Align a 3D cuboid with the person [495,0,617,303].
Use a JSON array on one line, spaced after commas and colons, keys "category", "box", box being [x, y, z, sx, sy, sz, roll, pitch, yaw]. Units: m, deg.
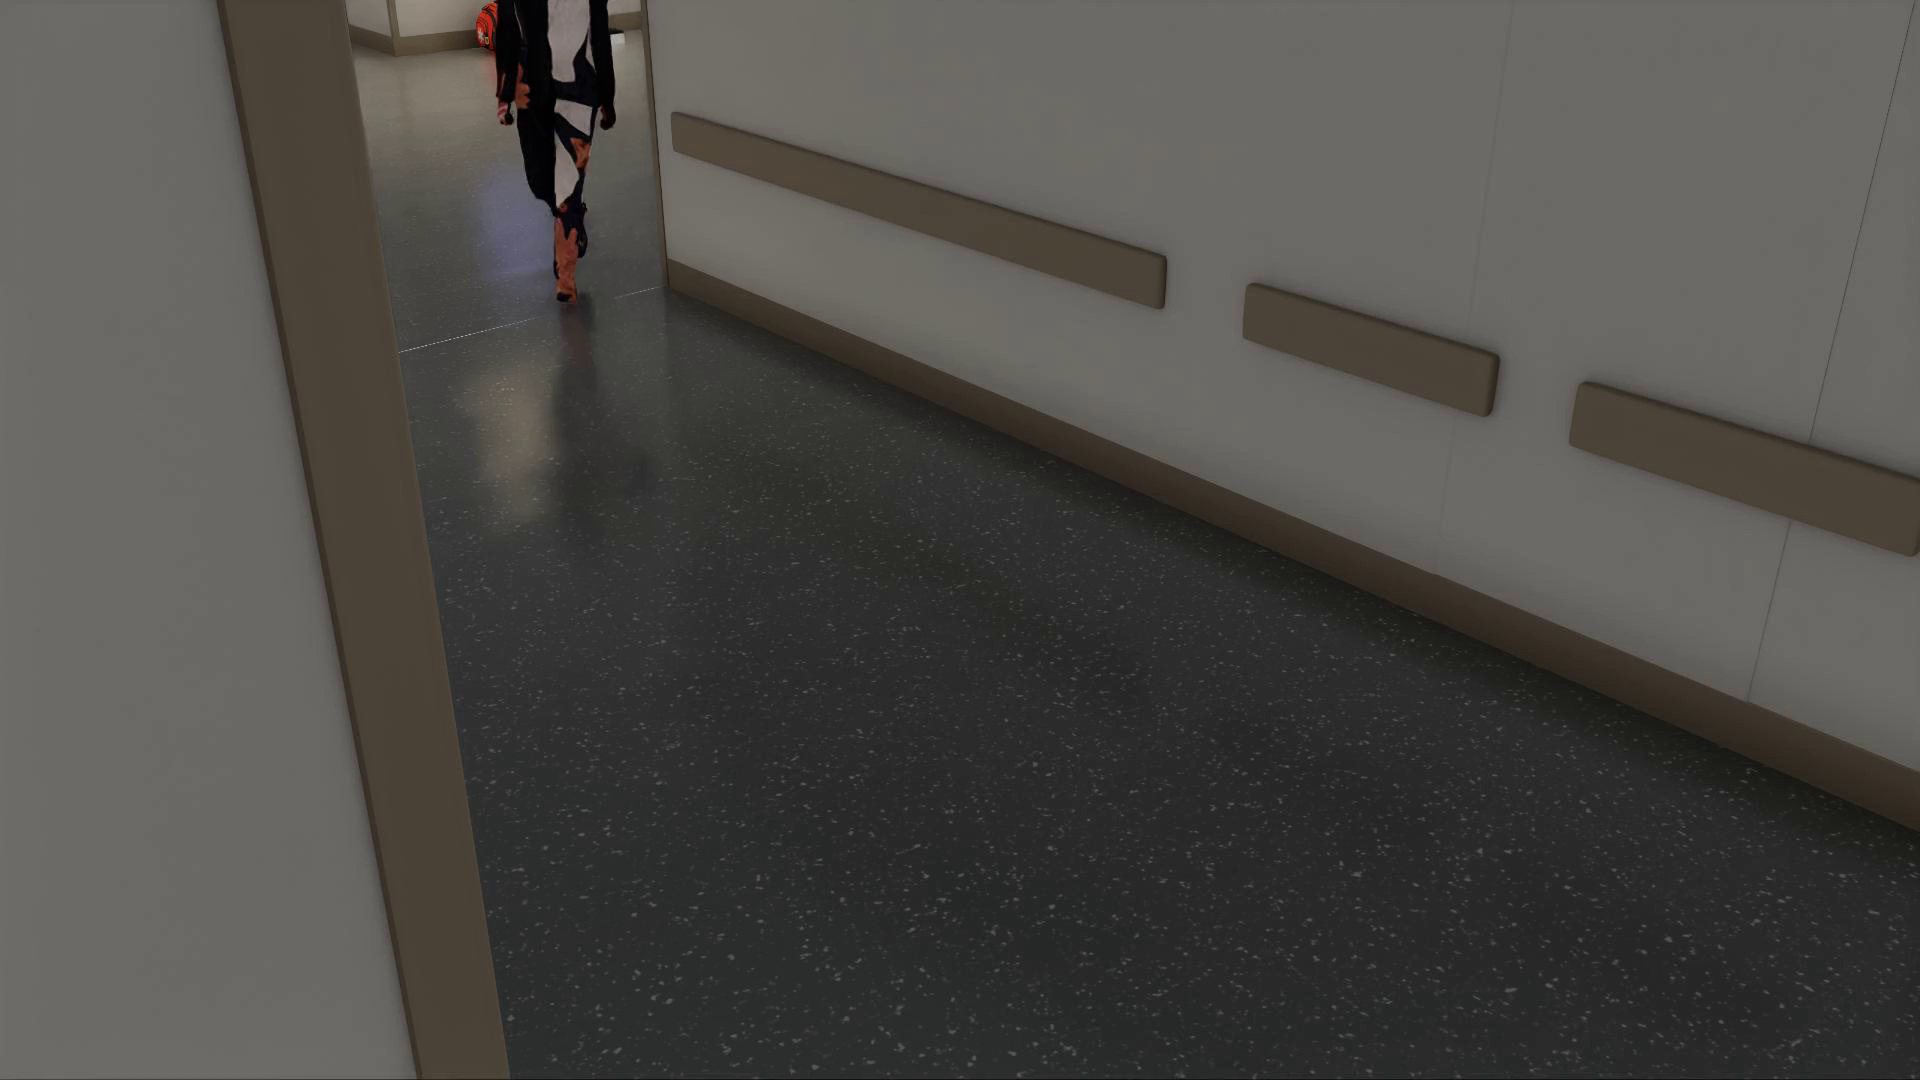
[{"category": "person", "box": [-1.910, -2.099, 7.935, 1.100, 1.857, 1.100, -1, 26, -3]}]
